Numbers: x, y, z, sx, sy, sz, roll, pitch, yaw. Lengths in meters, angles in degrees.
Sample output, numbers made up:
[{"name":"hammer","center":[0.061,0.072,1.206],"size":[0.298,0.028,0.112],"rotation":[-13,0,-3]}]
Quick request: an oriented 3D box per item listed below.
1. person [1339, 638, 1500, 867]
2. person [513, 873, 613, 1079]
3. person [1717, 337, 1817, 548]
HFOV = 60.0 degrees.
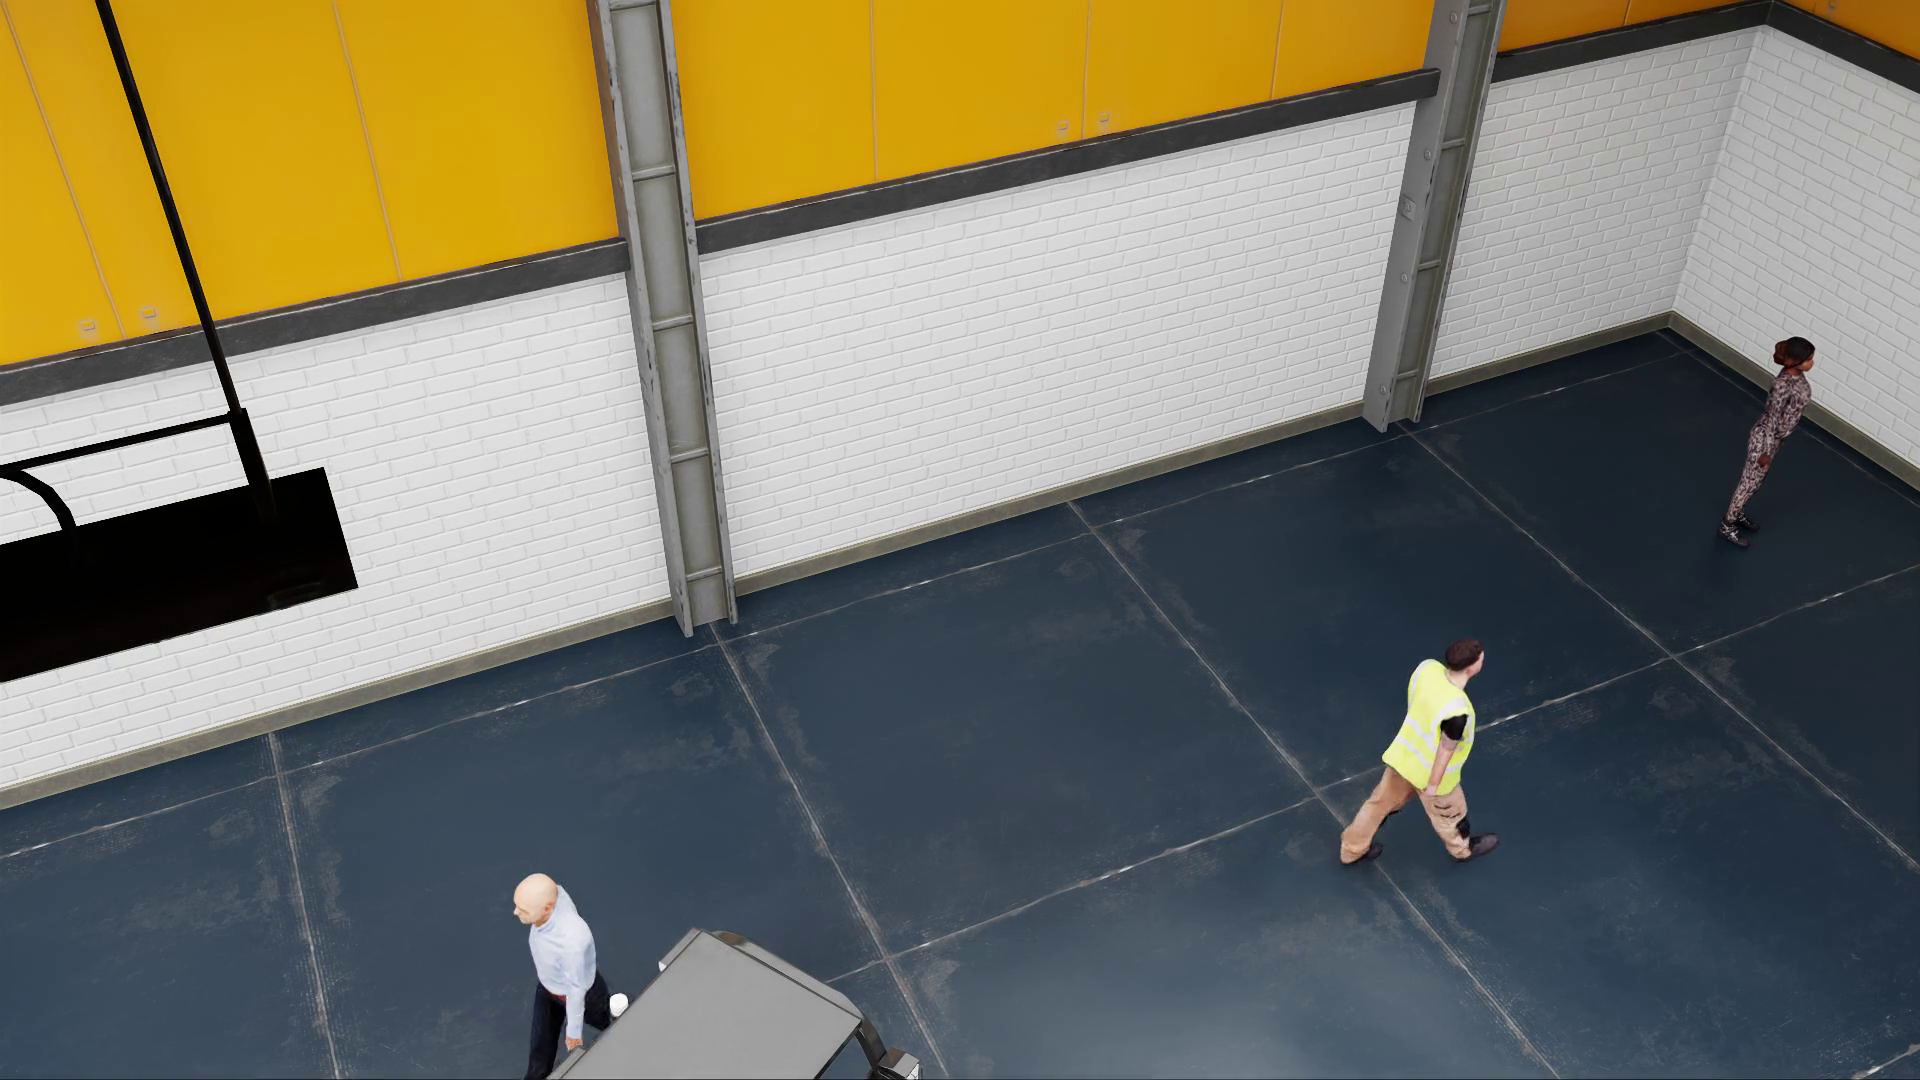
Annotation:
[{"name":"person","center":[2.624,1.303,9.598],"size":[1.231,1.787,0.807],"rotation":[-11,40,-13]},{"name":"person","center":[-1.877,2.266,8.434],"size":[1.281,1.735,0.849],"rotation":[-26,45,-29]},{"name":"person","center":[5.936,-0.740,12.214],"size":[0.729,1.714,0.635],"rotation":[27,46,29]}]
